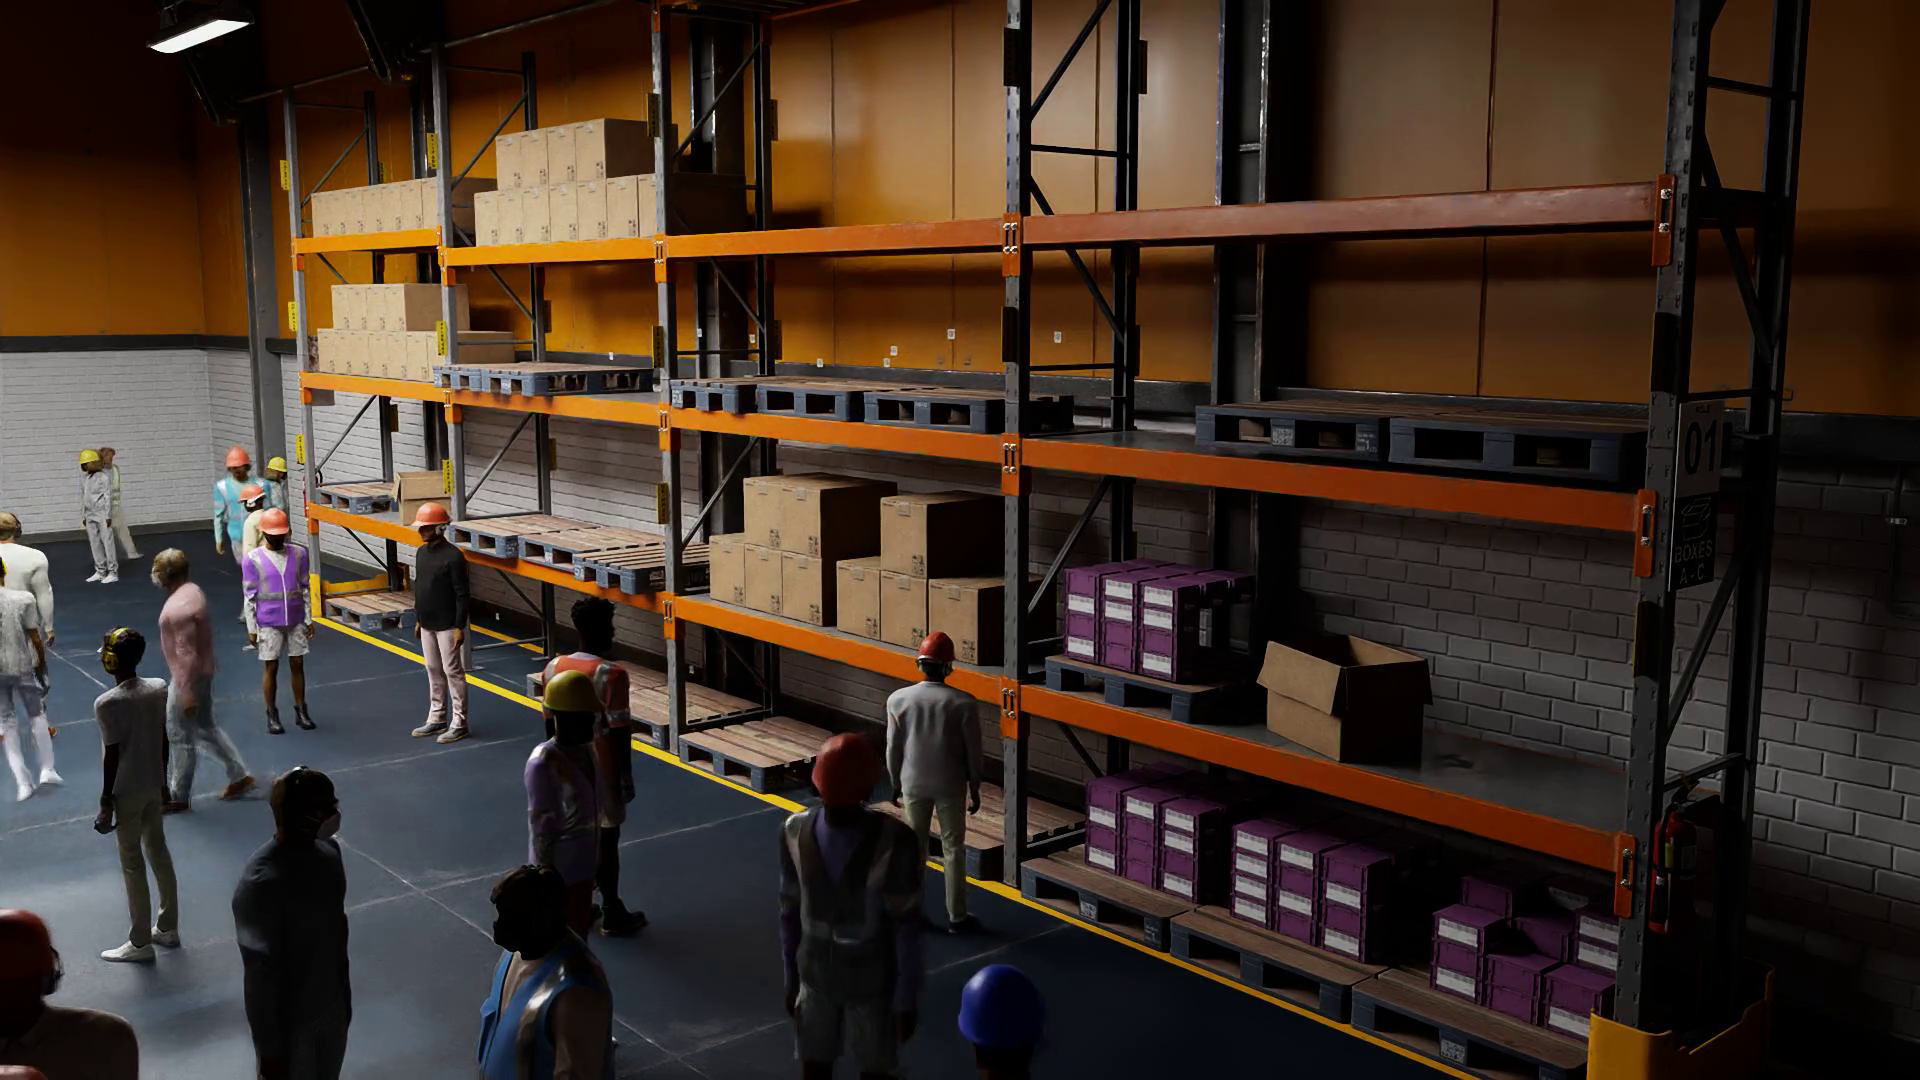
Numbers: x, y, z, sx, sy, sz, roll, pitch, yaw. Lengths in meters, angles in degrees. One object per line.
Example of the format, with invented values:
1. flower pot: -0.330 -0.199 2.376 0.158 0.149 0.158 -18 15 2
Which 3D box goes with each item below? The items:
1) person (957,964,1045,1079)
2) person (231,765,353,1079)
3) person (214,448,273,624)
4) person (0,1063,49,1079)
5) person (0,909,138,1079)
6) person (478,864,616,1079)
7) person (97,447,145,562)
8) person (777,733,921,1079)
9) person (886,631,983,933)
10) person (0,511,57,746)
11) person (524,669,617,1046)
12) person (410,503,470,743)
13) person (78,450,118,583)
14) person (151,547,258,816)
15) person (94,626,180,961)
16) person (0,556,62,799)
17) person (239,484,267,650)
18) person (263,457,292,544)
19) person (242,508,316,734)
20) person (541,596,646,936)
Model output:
1. person: 0.090 2.061 4.463 0.621 1.909 0.899 -3 9 -19
2. person: -2.485 1.794 6.273 0.370 1.932 0.625 1 8 6
3. person: -8.211 -0.085 19.127 0.617 1.992 1.057 -1 8 -9
4. person: -2.076 2.146 3.941 0.614 1.892 0.556 -2 8 -11
5. person: -2.626 1.990 4.713 0.618 1.986 0.408 -4 9 -23
6. person: -1.362 1.953 5.510 0.431 1.835 0.623 -5 10 -33
7. person: -11.780 -0.481 23.148 0.795 1.602 0.544 3 9 18
8. person: -0.414 1.703 6.584 0.621 2.018 0.689 3 9 20
9. person: -0.141 1.396 9.636 0.566 1.750 0.341 2 8 12
10. person: -7.781 0.725 13.662 0.636 1.936 0.354 -2 8 -14
11. person: -1.844 1.558 7.910 0.388 1.927 0.589 1 8 10
12. person: -4.319 0.680 13.775 0.626 1.992 0.387 6 10 37
13. person: -11.199 -0.307 21.556 0.491 1.731 0.325 3 9 21
14. person: -5.475 1.002 11.859 0.624 1.943 0.663 -3 9 -18
15. person: -4.587 1.396 9.220 0.328 1.876 0.514 2 8 13
16. person: -6.981 0.985 12.232 0.560 1.836 0.479 -4 9 -23
17. person: -7.367 0.277 17.459 0.354 1.738 0.577 0 8 0
18. person: -8.384 -0.155 20.483 0.311 1.735 0.484 1 8 7
19. person: -5.731 0.679 14.040 0.550 1.925 0.391 -7 11 -41
20. person: -2.124 1.297 9.597 0.608 1.963 0.370 4 9 28
